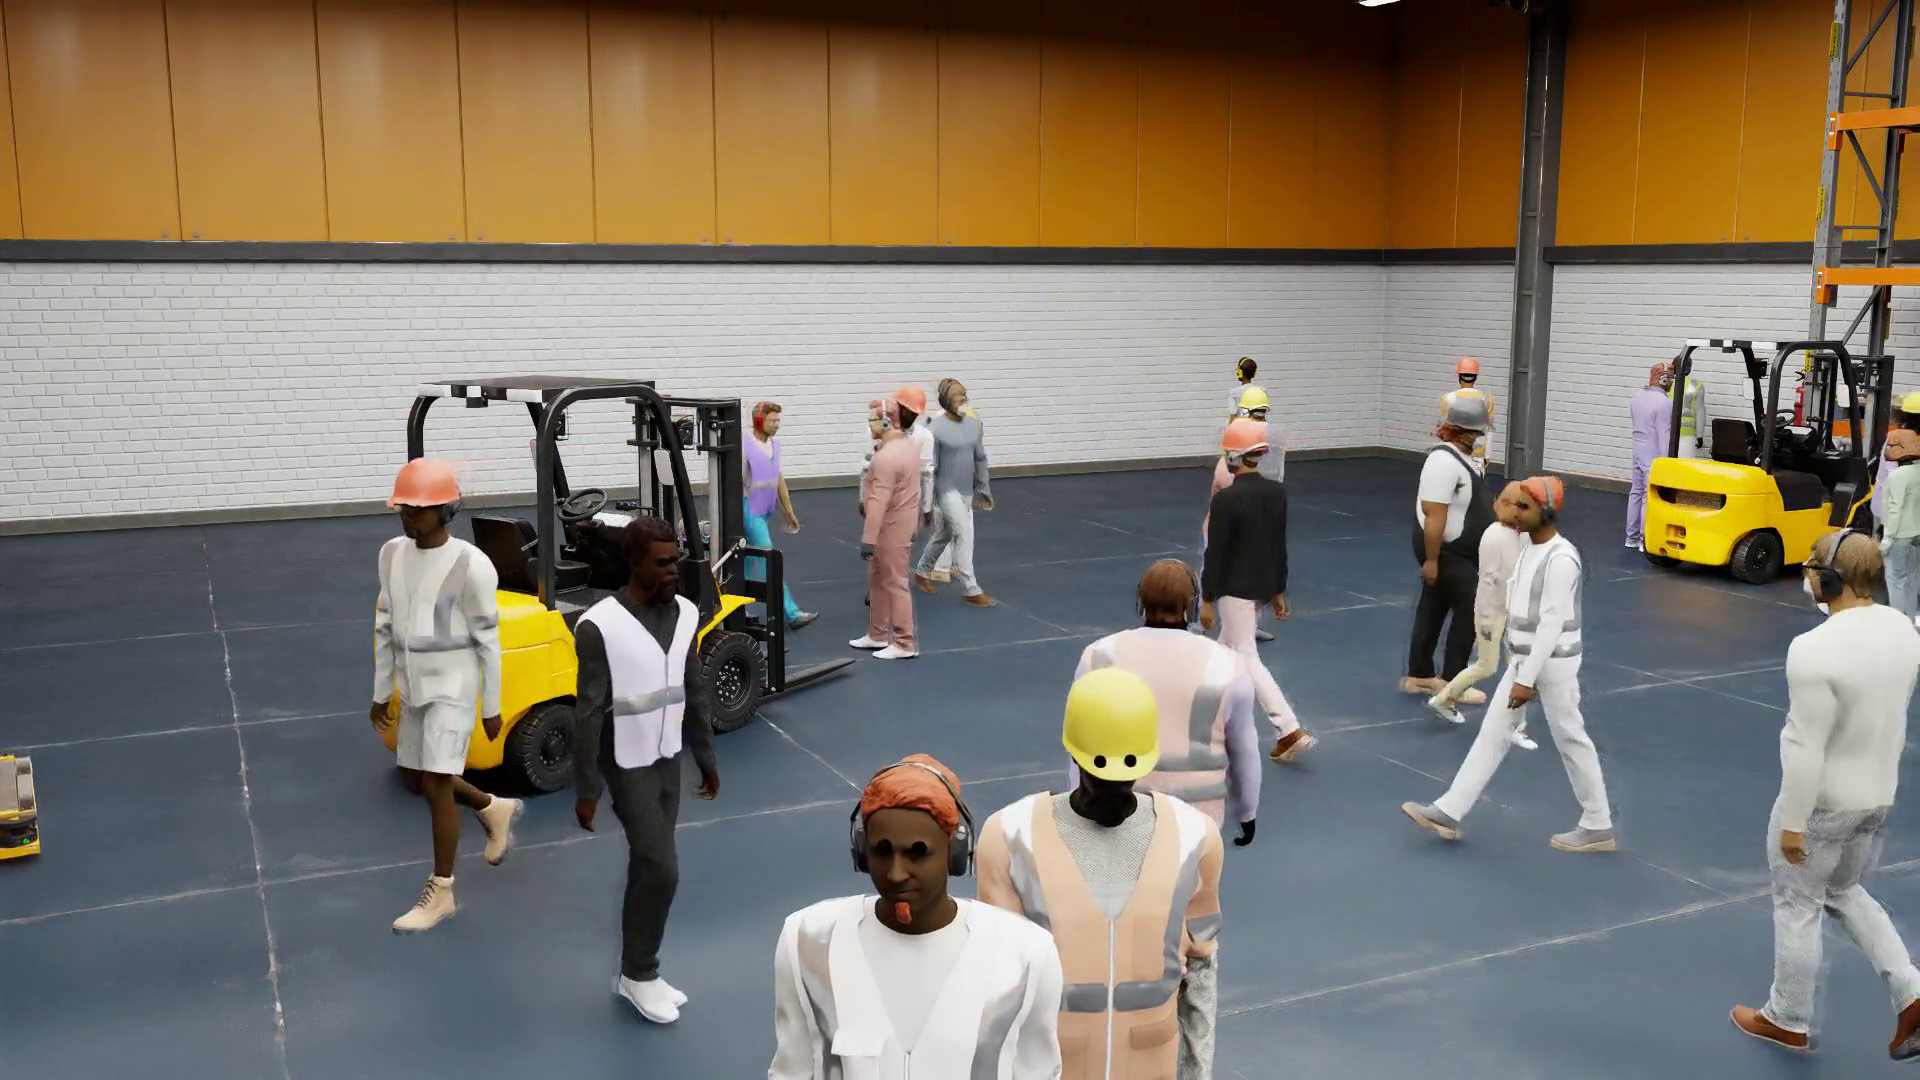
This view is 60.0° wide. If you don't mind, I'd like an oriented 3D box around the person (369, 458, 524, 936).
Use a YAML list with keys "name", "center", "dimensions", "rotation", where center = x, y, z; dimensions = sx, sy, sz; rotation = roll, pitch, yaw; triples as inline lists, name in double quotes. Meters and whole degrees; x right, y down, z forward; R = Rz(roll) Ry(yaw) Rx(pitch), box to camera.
- name: "person"
  center: [-2.208, 0.630, 7.238]
  dimensions: [0.610, 2.026, 0.782]
  rotation: [5, 11, 29]

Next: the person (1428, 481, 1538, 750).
- name: "person"
  center: [3.146, 0.413, 9.884]
  dimensions: [0.506, 1.594, 0.647]
  rotation: [-6, 11, -33]

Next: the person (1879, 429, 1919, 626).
- name: "person"
  center: [7.007, -0.012, 12.416]
  dimensions: [0.507, 1.632, 0.268]
  rotation: [-8, 12, -40]

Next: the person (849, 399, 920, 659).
- name: "person"
  center: [-0.615, -0.072, 11.977]
  dimensions: [0.657, 1.889, 0.681]
  rotation: [2, 9, 11]

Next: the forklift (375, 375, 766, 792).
- name: "forklift"
  center: [-2.268, 0.149, 9.685]
  dimensions: [1.214, 2.155, 2.313]
  rotation: [6, 11, 32]

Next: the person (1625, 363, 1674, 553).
- name: "person"
  center: [6.930, -0.815, 16.588]
  dimensions: [0.403, 1.900, 0.647]
  rotation: [-1, 9, -6]

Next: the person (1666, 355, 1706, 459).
- name: "person"
  center: [8.372, -1.242, 19.411]
  dimensions: [0.634, 1.839, 0.429]
  rotation: [8, 12, 42]

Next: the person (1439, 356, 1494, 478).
- name: "person"
  center: [5.153, -0.901, 16.991]
  dimensions: [0.545, 1.939, 0.354]
  rotation: [1, 9, 4]

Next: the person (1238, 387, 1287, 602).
- name: "person"
  center: [2.462, -0.369, 14.010]
  dimensions: [0.588, 1.835, 0.403]
  rotation: [-6, 11, -32]

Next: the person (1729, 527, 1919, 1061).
- name: "person"
  center: [3.084, 0.913, 5.781]
  dimensions: [0.642, 1.927, 0.647]
  rotation: [-5, 10, -29]

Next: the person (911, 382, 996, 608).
- name: "person"
  center: [-0.092, -0.407, 14.122]
  dimensions: [1.057, 1.887, 0.628]
  rotation: [8, 12, 41]

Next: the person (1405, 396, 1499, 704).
- name: "person"
  center: [3.228, 0.050, 10.775]
  dimensions: [0.687, 2.000, 0.811]
  rotation: [4, 10, 22]

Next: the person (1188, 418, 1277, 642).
- name: "person"
  center: [2.048, -0.043, 12.312]
  dimensions: [0.781, 1.726, 0.535]
  rotation: [2, 9, 14]

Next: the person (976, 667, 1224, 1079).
- name: "person"
  center: [0.324, 1.225, 3.866]
  dimensions: [0.585, 1.918, 0.377]
  rotation: [-1, 9, -7]

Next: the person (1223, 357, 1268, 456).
- name: "person"
  center: [3.112, -1.061, 18.182]
  dimensions: [0.512, 1.877, 0.328]
  rotation: [-4, 10, -25]

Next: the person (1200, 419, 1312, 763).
- name: "person"
  center: [1.682, 0.285, 9.585]
  dimensions: [0.624, 1.962, 0.963]
  rotation: [-8, 12, -42]

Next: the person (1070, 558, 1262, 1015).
- name: "person"
  center: [0.755, 0.948, 5.965]
  dimensions: [0.648, 1.787, 0.975]
  rotation: [3, 10, 18]

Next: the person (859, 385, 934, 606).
- name: "person"
  center: [-0.517, -0.338, 13.665]
  dimensions: [0.613, 1.887, 0.693]
  rotation: [0, 9, -3]

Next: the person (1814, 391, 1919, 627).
- name: "person"
  center: [7.307, -0.256, 13.187]
  dimensions: [0.890, 1.892, 0.604]
  rotation: [9, 13, 43]

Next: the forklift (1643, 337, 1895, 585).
- name: "forklift"
  center: [7.551, -0.789, 15.507]
  dimensions: [2.313, 2.155, 1.214]
  rotation: [-4, 10, -25]

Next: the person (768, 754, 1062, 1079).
- name: "person"
  center: [-0.093, 1.341, 3.255]
  dimensions: [0.576, 1.883, 0.352]
  rotation: [1, 9, 4]

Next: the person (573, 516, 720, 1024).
- name: "person"
  center: [-1.128, 0.853, 6.212]
  dimensions: [0.555, 1.900, 0.630]
  rotation: [5, 10, 29]

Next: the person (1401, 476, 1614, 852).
- name: "person"
  center: [2.706, 0.605, 7.975]
  dimensions: [1.026, 1.820, 0.586]
  rotation: [0, 9, -2]

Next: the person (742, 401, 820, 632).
- name: "person"
  center: [-1.488, -0.173, 12.919]
  dimensions: [0.965, 1.786, 0.571]
  rotation: [3, 10, 17]

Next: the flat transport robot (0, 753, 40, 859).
- name: "flat transport robot"
  center: [-4.992, 1.331, 8.301]
  dimensions: [0.652, 0.197, 1.431]
  rotation: [-5, 11, -30]

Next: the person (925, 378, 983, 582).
- name: "person"
  center: [-0.092, -0.545, 15.077]
  dimensions: [0.626, 1.846, 0.429]
  rotation: [-8, 12, -42]
